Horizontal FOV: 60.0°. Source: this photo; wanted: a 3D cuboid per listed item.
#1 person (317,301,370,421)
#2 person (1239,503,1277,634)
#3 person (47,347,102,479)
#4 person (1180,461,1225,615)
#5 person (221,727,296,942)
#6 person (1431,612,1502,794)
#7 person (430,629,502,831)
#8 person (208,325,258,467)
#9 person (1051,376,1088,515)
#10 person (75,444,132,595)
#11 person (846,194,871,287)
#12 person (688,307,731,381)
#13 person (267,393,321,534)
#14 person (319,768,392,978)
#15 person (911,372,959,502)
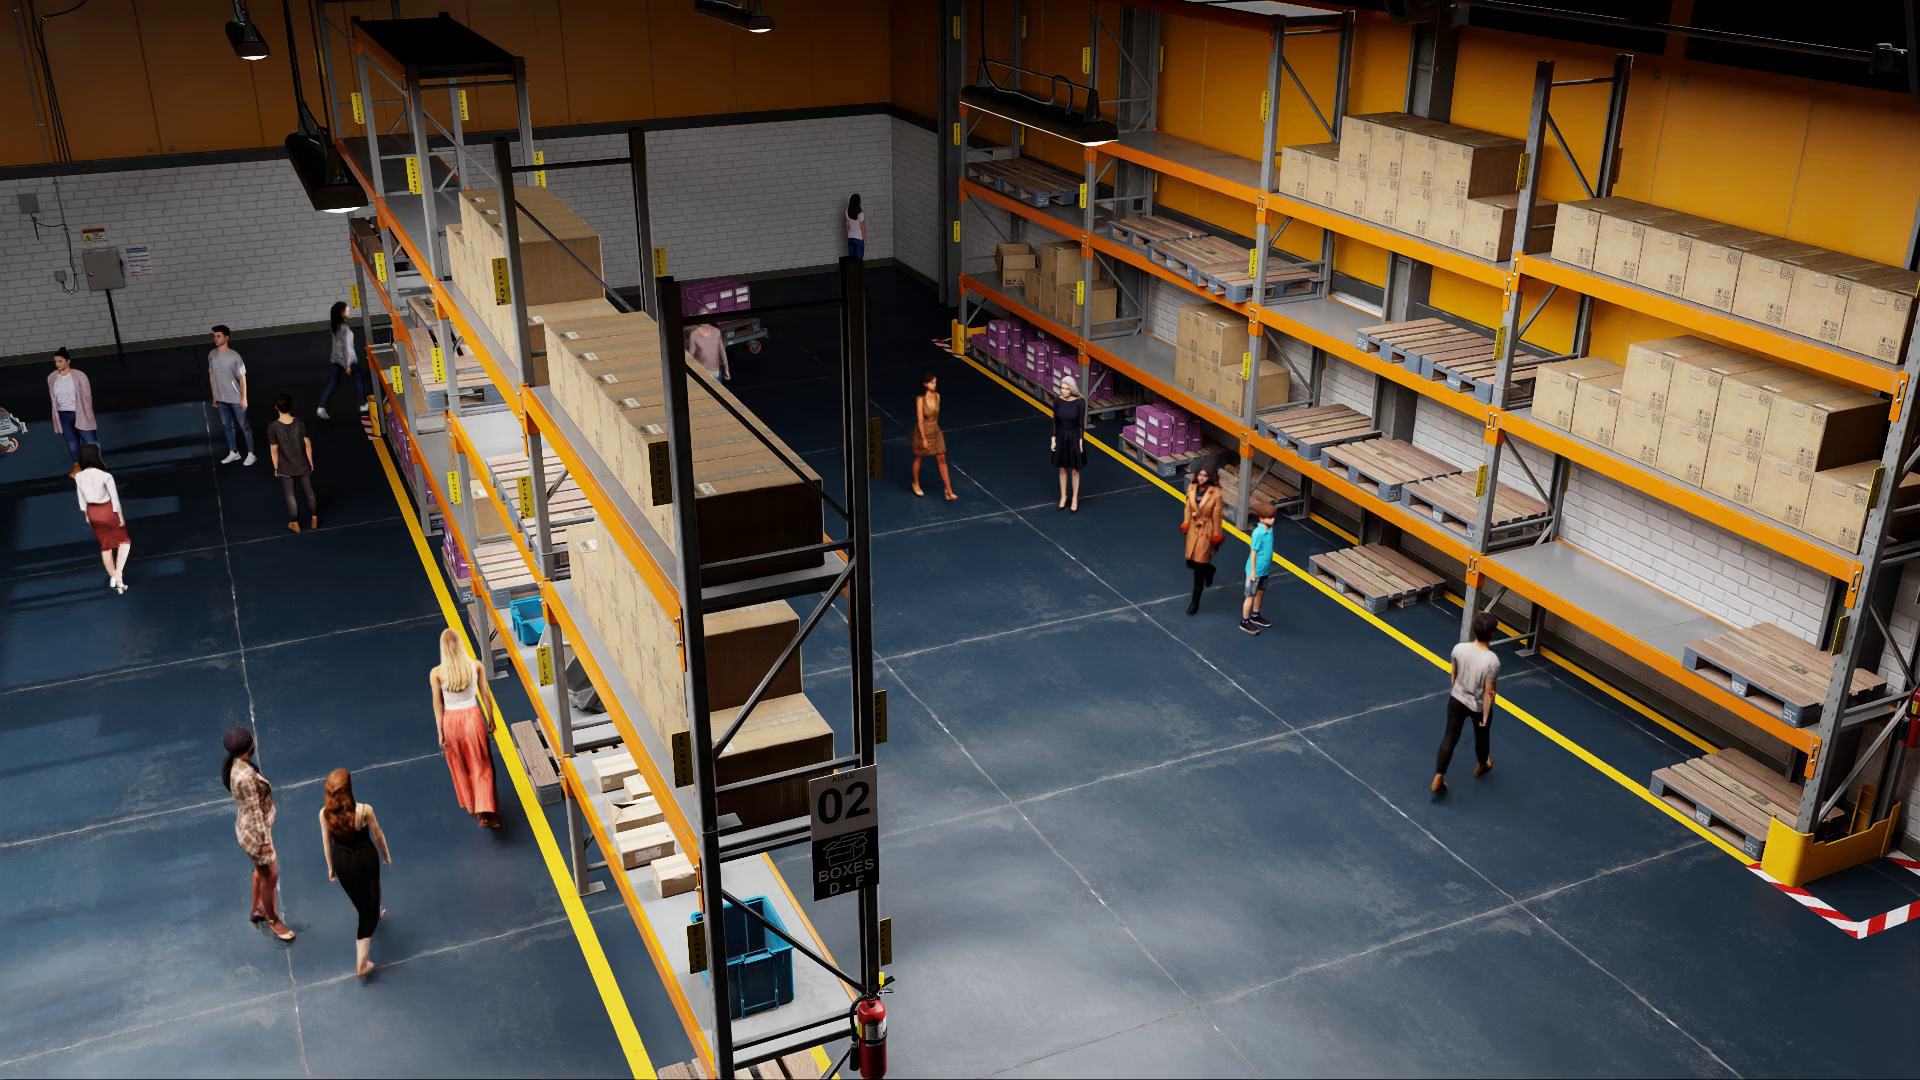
[{"bbox_3d":[-8.800,-2.498,23.512,1.220,1.685,1.080,17,29,34],"label":"person"},{"bbox_3d":[3.132,0.264,17.491,0.596,1.446,0.584,19,30,37],"label":"person"},{"bbox_3d":[-11.446,-1.652,21.503,0.775,1.743,0.766,-1,24,-2],"label":"person"},{"bbox_3d":[2.641,-0.051,17.892,0.983,1.703,0.992,17,29,34],"label":"person"},{"bbox_3d":[-5.292,2.256,12.535,0.676,1.767,0.477,-5,24,-10],"label":"person"},{"bbox_3d":[4.396,1.441,14.500,1.119,1.686,1.002,18,29,35],"label":"person"},{"bbox_3d":[-4.152,1.638,13.945,0.669,1.768,1.009,-7,25,-17],"label":"person"},{"bbox_3d":[-9.611,-1.915,21.922,0.757,1.890,0.782,5,24,11],"label":"person"},{"bbox_3d":[1.334,-1.181,20.428,0.705,1.742,0.768,9,25,19],"label":"person"},{"bbox_3d":[-9.362,-0.183,18.144,0.726,1.742,0.755,1,24,2],"label":"person"},{"bbox_3d":[-1.893,-5.447,30.259,0.605,1.684,0.739,19,30,37],"label":"person"},{"bbox_3d":[-3.505,-2.292,22.875,0.890,1.817,1.304,-17,29,-34],"label":"person"},{"bbox_3d":[-7.969,-0.926,19.875,0.619,1.717,0.551,-12,26,-26],"label":"person"},{"bbox_3d":[-4.474,2.471,12.277,0.891,1.580,1.144,0,24,1],"label":"person"},{"bbox_3d":[-0.473,-1.299,20.806,0.747,1.656,1.026,-19,30,-37],"label":"person"}]
